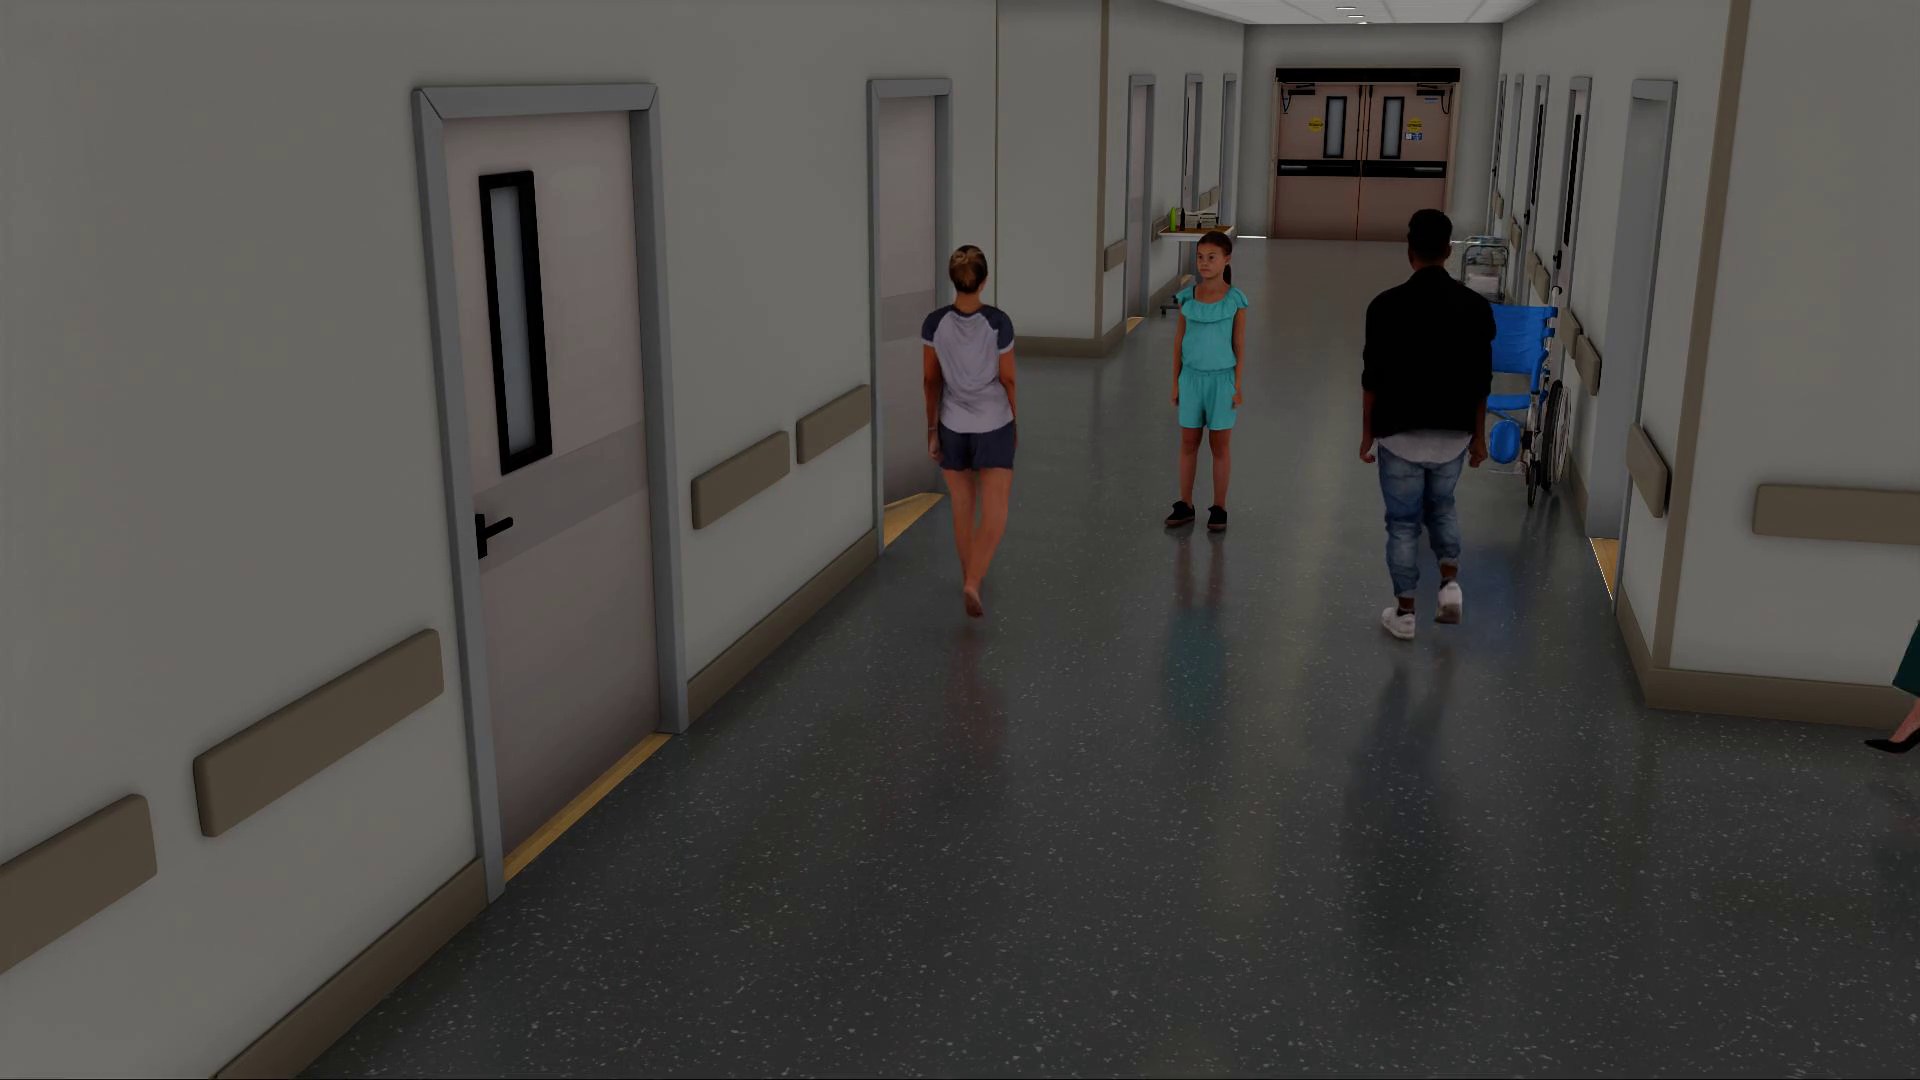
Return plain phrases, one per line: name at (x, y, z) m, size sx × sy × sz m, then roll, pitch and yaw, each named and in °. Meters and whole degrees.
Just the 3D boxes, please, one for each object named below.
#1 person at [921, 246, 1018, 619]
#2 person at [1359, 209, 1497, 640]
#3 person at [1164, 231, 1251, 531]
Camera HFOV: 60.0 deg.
person at (0.056, -0.451, 7.285) m, size 0.572 × 1.597 × 0.989 m, roll 5°, pitch 16°, yaw 16°
person at (1.950, -0.445, 6.917) m, size 0.820 × 1.787 × 0.862 m, roll -1°, pitch 16°, yaw -3°
person at (1.305, -0.834, 8.717) m, size 0.582 × 1.558 × 0.569 m, roll 7°, pitch 17°, yaw 24°
